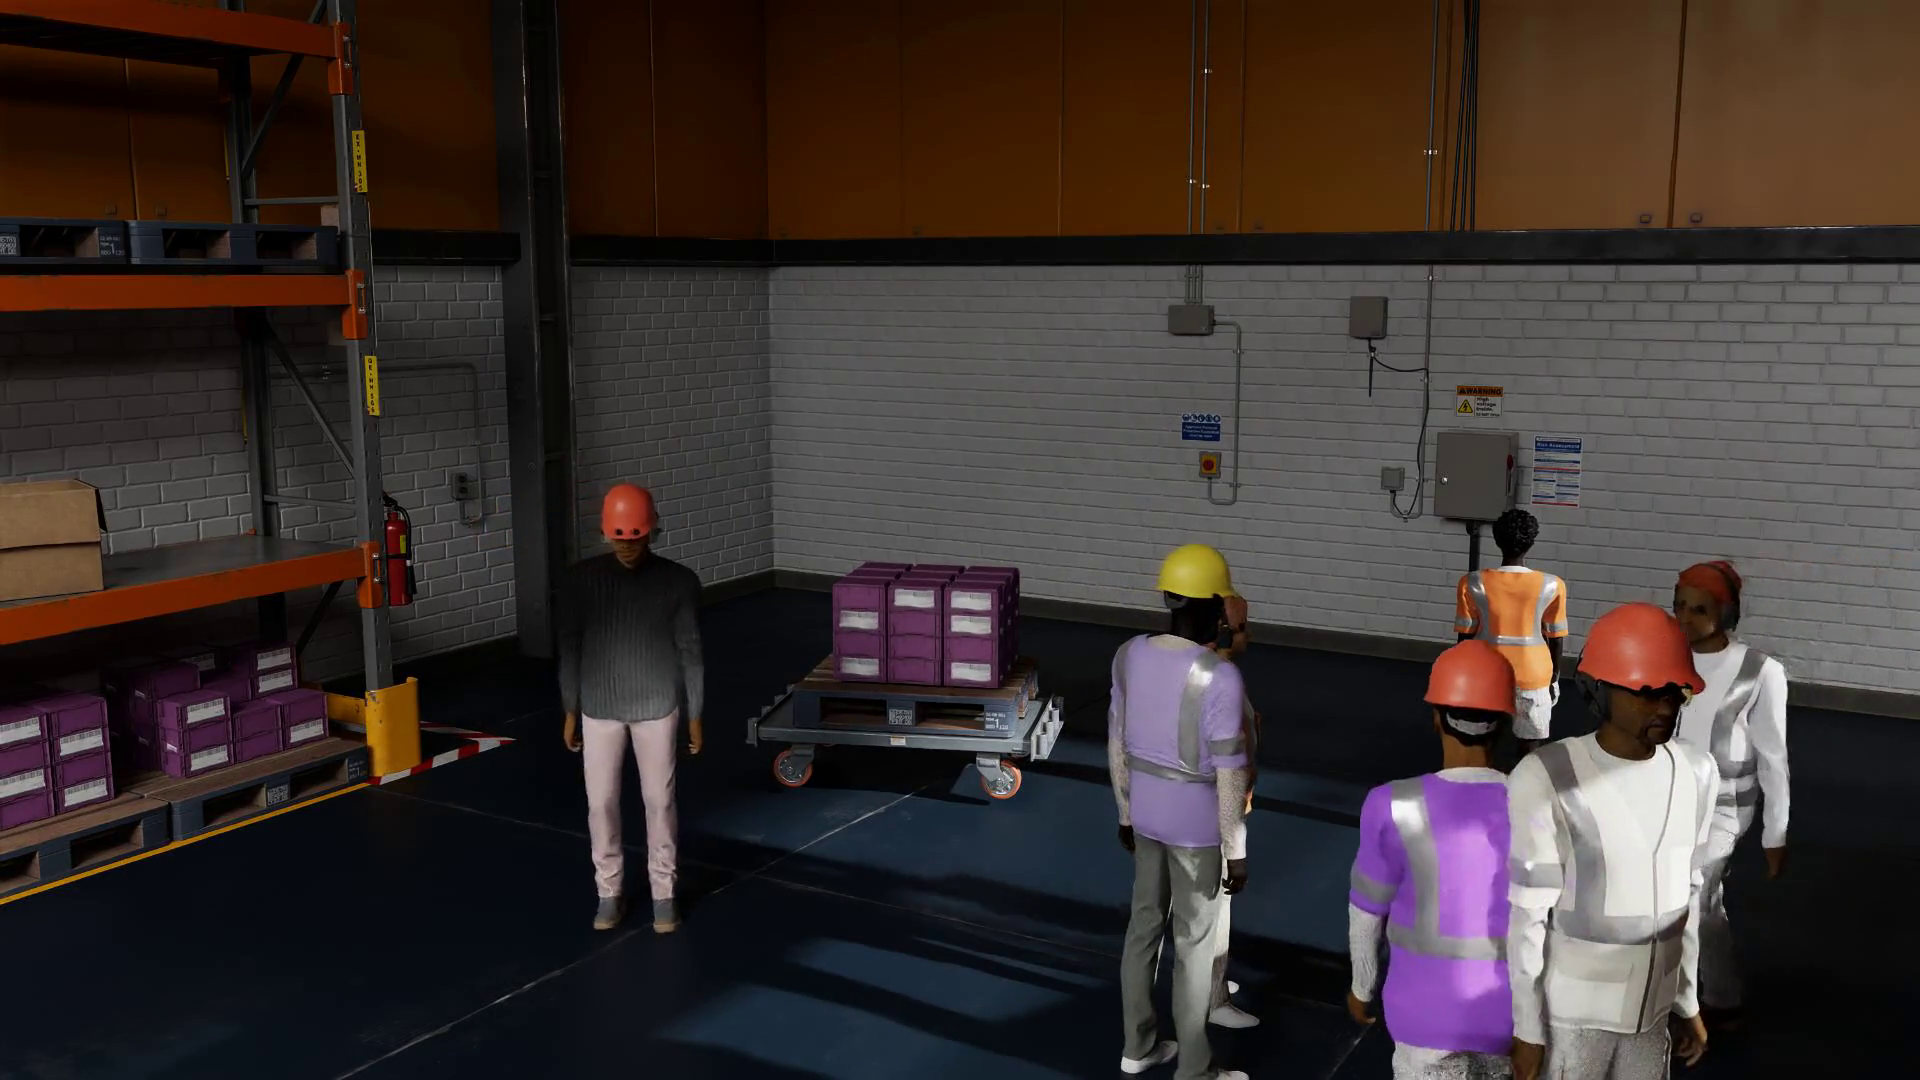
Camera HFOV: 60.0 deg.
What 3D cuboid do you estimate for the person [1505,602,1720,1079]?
[{"bbox_3d":[1.642,1.158,4.184,0.608,2.045,0.392,-3,10,-19],"label":"person"}]

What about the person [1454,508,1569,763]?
[{"bbox_3d":[2.695,0.691,8.182,0.535,1.697,0.318,2,9,14],"label":"person"}]

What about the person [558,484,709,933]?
[{"bbox_3d":[-1.387,0.727,7.106,0.636,1.967,0.464,-1,9,-5],"label":"person"}]

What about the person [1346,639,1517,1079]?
[{"bbox_3d":[1.272,1.198,4.364,0.533,1.899,0.734,-1,9,-6],"label":"person"}]

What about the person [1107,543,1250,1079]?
[{"bbox_3d":[0.775,0.964,5.760,0.382,1.924,0.594,-7,12,-38],"label":"person"}]

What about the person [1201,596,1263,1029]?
[{"bbox_3d":[0.974,1.014,6.327,0.308,1.645,0.514,-1,9,-4],"label":"person"}]

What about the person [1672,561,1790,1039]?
[{"bbox_3d":[2.549,0.981,5.941,0.997,1.825,0.614,-4,10,-25],"label":"person"}]
